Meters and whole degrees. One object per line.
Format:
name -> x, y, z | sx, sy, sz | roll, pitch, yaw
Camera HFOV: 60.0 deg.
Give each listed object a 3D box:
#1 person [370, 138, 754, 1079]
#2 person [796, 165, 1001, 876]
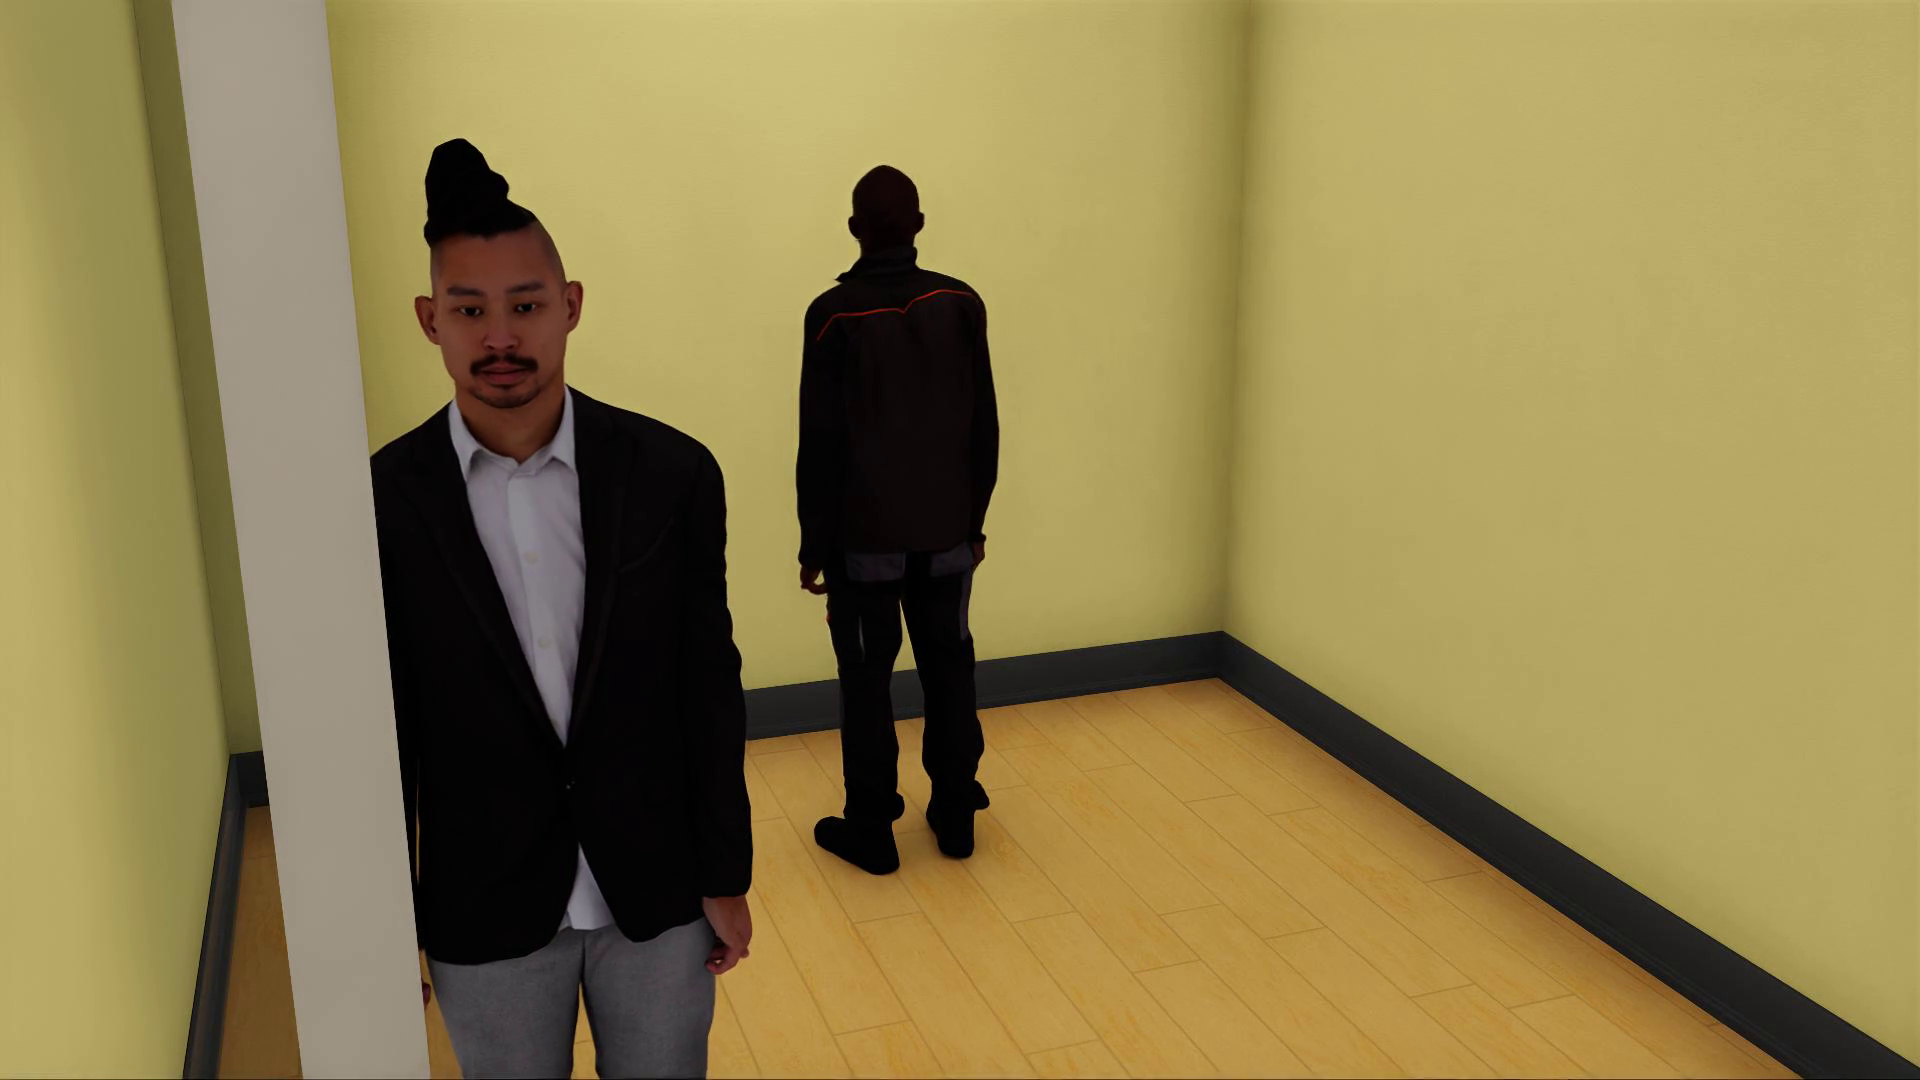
person -> -0.561, 0.434, 2.339 | 0.524, 1.952, 0.761 | -5, 17, -18
person -> -0.154, -0.034, 4.249 | 0.541, 1.816, 0.760 | -7, 17, -22
